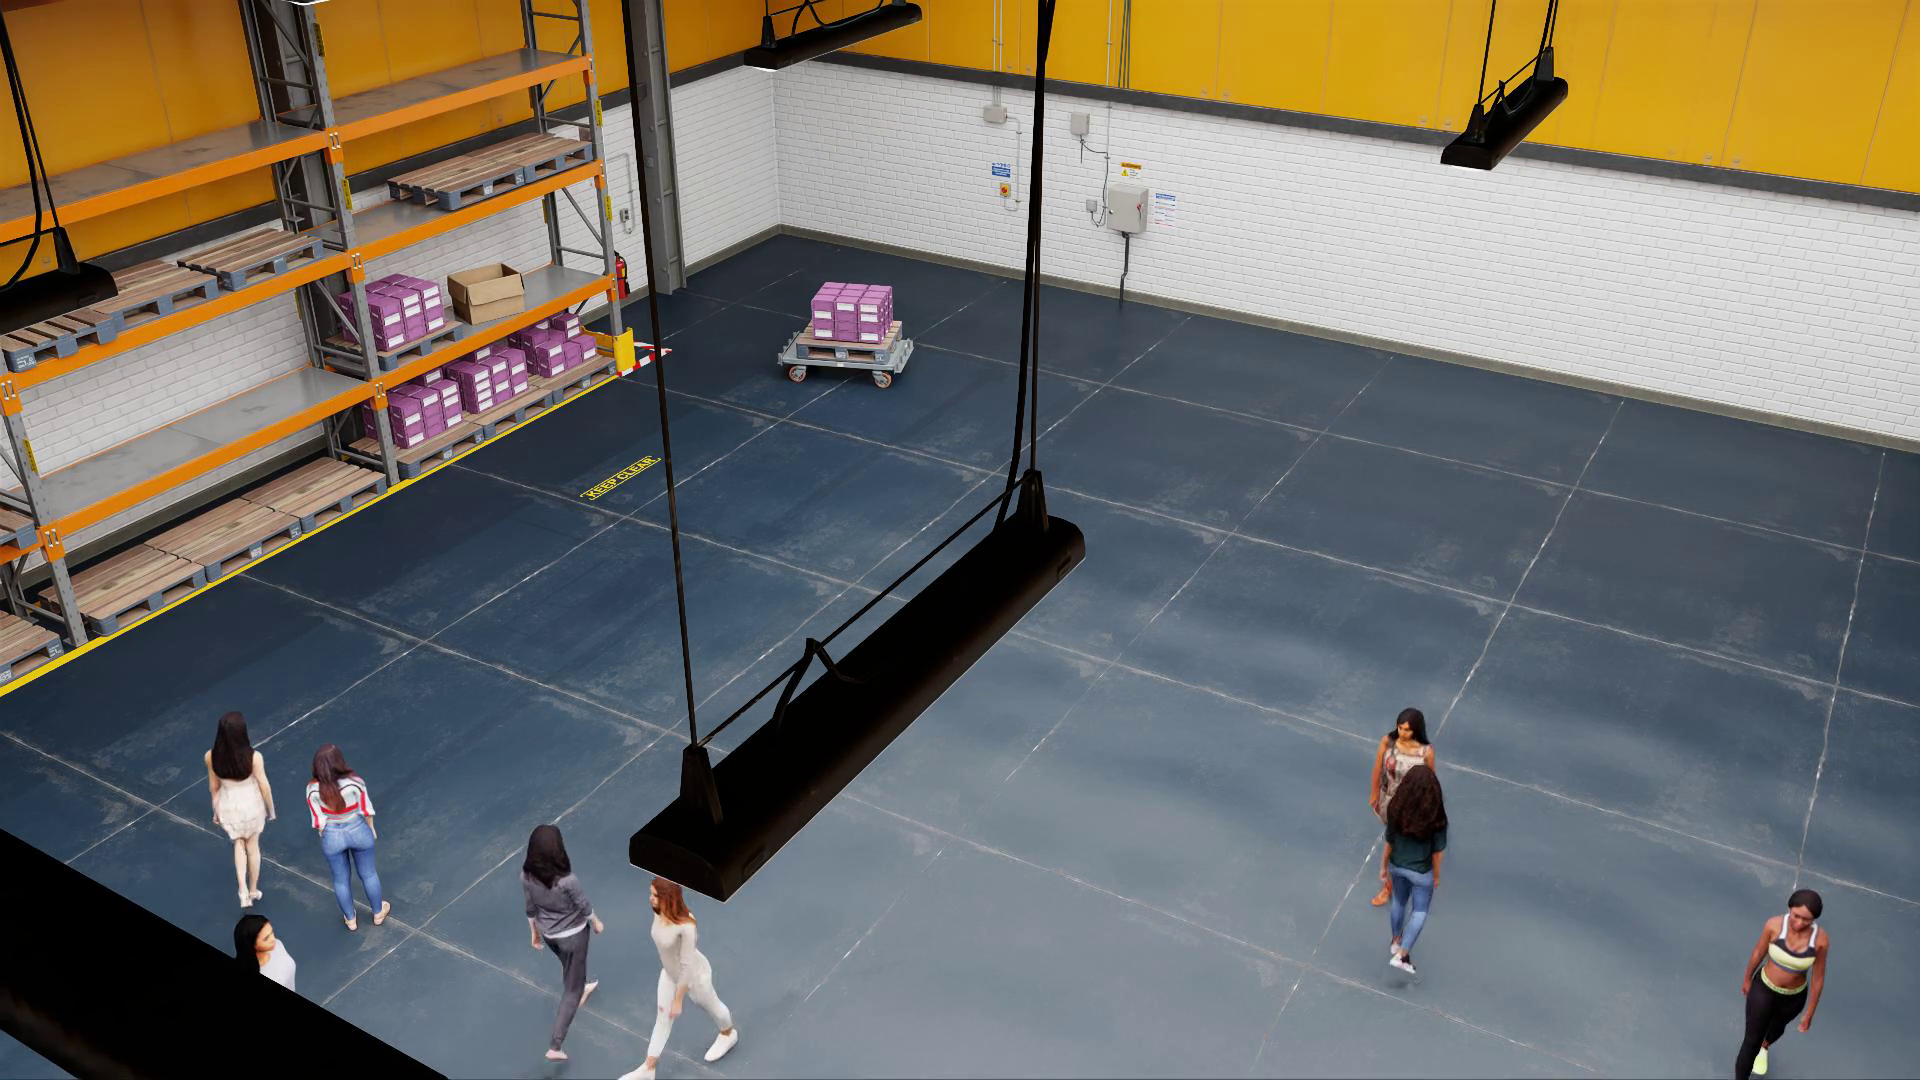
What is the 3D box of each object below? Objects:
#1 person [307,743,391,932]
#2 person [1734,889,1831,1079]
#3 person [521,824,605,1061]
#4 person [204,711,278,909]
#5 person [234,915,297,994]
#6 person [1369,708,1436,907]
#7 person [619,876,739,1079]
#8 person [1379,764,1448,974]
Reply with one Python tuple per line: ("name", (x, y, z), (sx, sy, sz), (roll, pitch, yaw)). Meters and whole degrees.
("person", (-4.528, 2.181, 12.270), (0.643, 1.613, 0.708), (-8, 30, -14))
("person", (5.340, 2.914, 10.828), (0.630, 1.706, 1.124), (13, 31, 23))
("person", (-2.694, 2.722, 11.164), (0.765, 1.722, 1.154), (8, 30, 15))
("person", (-5.348, 2.084, 12.343), (0.784, 1.713, 0.847), (-4, 29, -7))
("person", (-4.343, 3.056, 10.538), (0.730, 1.734, 0.604), (2, 29, 4))
("person", (3.414, 1.920, 12.756), (0.659, 1.606, 1.144), (15, 32, 25))
("person", (-1.736, 2.836, 11.012), (0.765, 1.667, 1.163), (24, 37, 37))
("person", (3.226, 2.378, 11.924), (0.603, 1.597, 0.787), (16, 33, 27))
